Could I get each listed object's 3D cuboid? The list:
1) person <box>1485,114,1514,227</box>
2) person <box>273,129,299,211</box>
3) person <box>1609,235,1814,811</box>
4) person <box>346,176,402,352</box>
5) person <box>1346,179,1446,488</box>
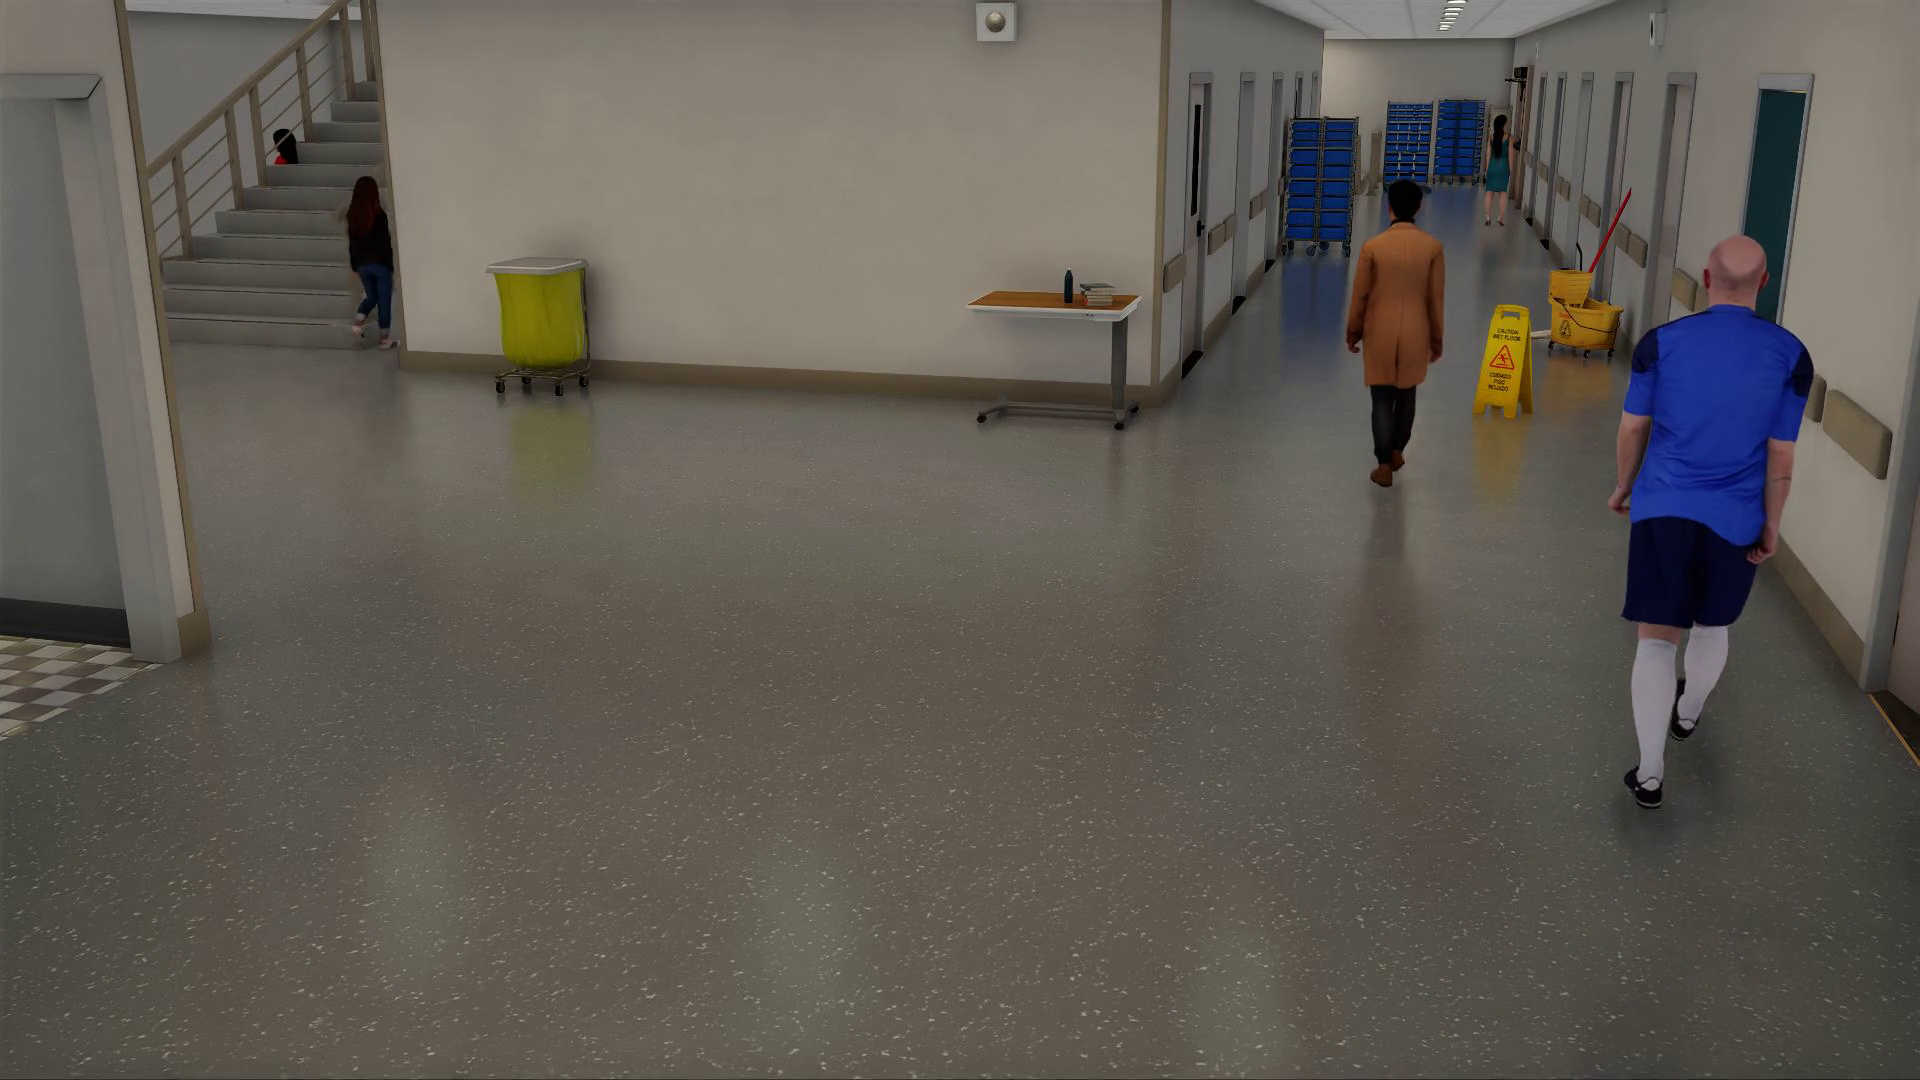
[{"bbox_3d":[8.291,-5.692,25.614,0.596,1.686,0.559,8,18,27],"label":"person"},{"bbox_3d":[-6.956,-3.394,17.346,0.712,1.749,0.595,1,16,5],"label":"person"},{"bbox_3d":[2.336,-0.013,5.289,0.747,1.786,1.194,5,17,18],"label":"person"},{"bbox_3d":[-4.991,-2.320,14.047,0.588,1.472,0.726,5,17,18],"label":"person"},{"bbox_3d":[2.464,-1.137,9.345,0.743,1.705,0.891,2,16,7],"label":"person"}]
